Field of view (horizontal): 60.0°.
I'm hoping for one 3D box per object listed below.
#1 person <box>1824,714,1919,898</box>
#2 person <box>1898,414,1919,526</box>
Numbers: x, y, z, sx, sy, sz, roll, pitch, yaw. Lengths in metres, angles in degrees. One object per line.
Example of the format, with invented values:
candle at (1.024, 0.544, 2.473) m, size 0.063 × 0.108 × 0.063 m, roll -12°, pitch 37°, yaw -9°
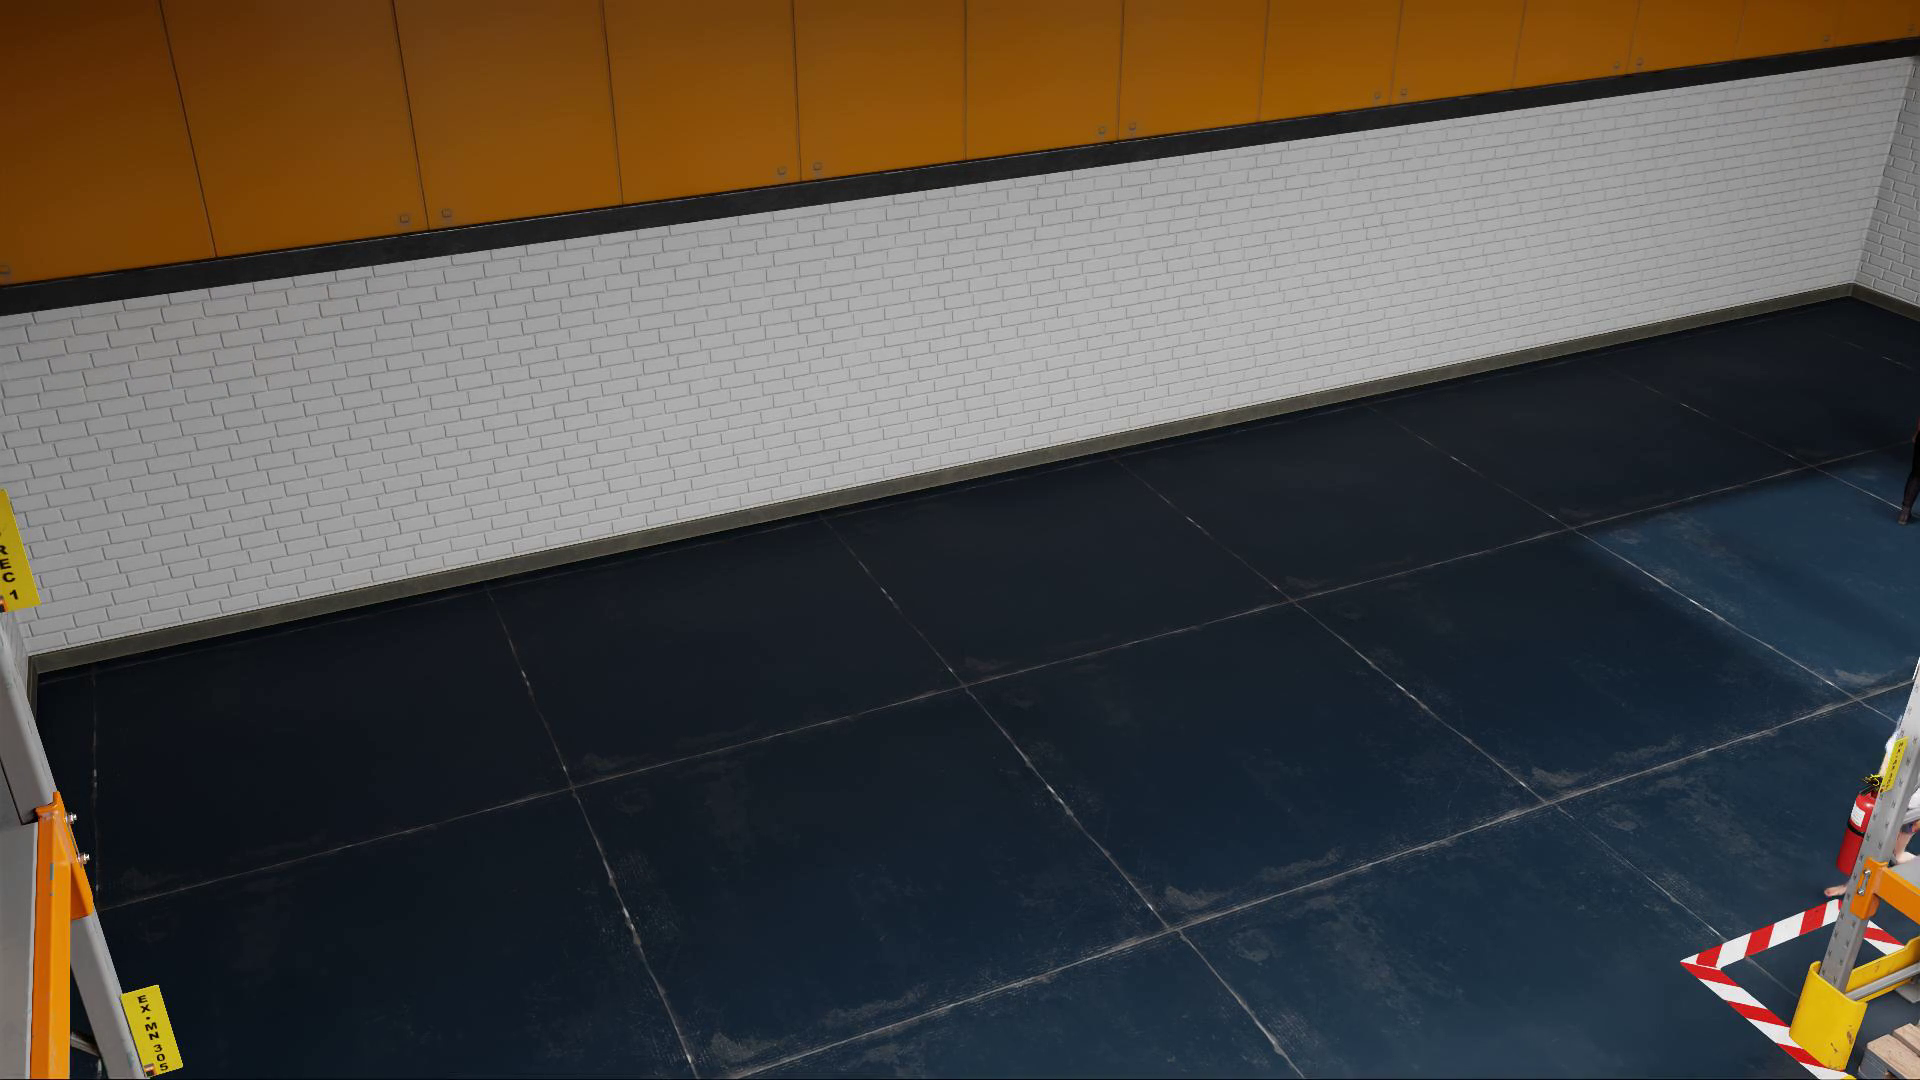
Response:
person at (5.758, 1.573, 10.030) m, size 0.895 × 1.684 × 0.902 m, roll 2°, pitch 29°, yaw 3°
person at (8.570, -0.891, 14.543) m, size 0.715 × 1.687 × 0.599 m, roll -25°, pitch 37°, yaw -38°
